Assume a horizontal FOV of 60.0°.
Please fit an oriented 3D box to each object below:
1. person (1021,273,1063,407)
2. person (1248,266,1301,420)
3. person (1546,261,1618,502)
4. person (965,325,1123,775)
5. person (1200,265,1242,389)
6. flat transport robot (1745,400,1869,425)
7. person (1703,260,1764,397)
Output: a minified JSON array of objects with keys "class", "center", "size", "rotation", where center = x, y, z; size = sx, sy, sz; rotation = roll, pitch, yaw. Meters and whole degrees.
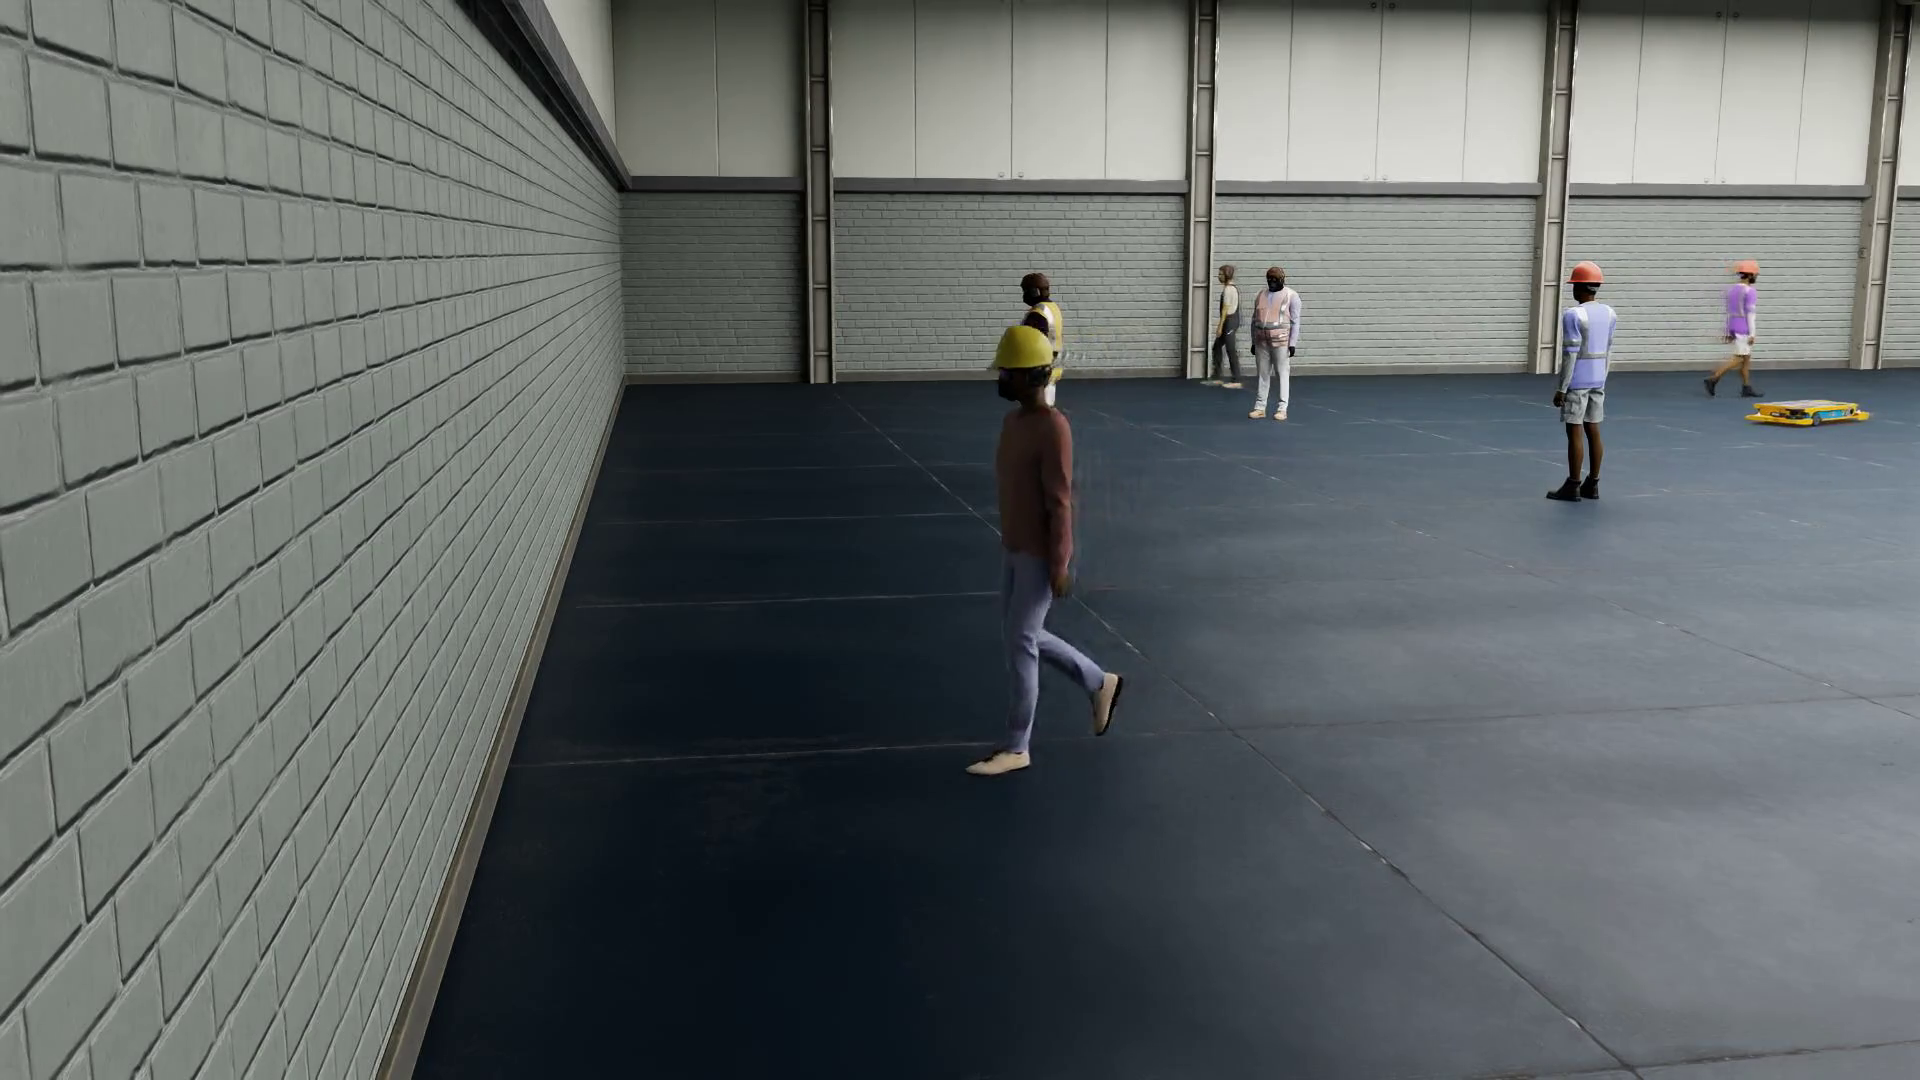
[{"class":"person","center":[0.670,-1.398,14.485],"size":[0.429,1.838,0.621],"rotation":[3,10,15]},{"class":"person","center":[3.780,-2.372,20.083],"size":[0.621,1.840,0.429],"rotation":[8,12,37]},{"class":"person","center":[5.037,-1.278,13.499],"size":[0.542,1.938,0.358],"rotation":[-6,11,-30]},{"class":"person","center":[0.343,0.036,6.498],"size":[0.667,1.750,0.530],"rotation":[-4,11,-21]},{"class":"person","center":[3.843,-3.142,24.559],"size":[0.731,1.821,0.530],"rotation":[2,10,11]},{"class":"flat transport robot","center":[10.024,-1.517,19.666],"size":[1.431,0.197,0.652],"rotation":[-6,11,-31]},{"class":"person","center":[10.722,-2.901,22.931],"size":[0.848,1.911,0.555],"rotation":[0,10,-2]}]
